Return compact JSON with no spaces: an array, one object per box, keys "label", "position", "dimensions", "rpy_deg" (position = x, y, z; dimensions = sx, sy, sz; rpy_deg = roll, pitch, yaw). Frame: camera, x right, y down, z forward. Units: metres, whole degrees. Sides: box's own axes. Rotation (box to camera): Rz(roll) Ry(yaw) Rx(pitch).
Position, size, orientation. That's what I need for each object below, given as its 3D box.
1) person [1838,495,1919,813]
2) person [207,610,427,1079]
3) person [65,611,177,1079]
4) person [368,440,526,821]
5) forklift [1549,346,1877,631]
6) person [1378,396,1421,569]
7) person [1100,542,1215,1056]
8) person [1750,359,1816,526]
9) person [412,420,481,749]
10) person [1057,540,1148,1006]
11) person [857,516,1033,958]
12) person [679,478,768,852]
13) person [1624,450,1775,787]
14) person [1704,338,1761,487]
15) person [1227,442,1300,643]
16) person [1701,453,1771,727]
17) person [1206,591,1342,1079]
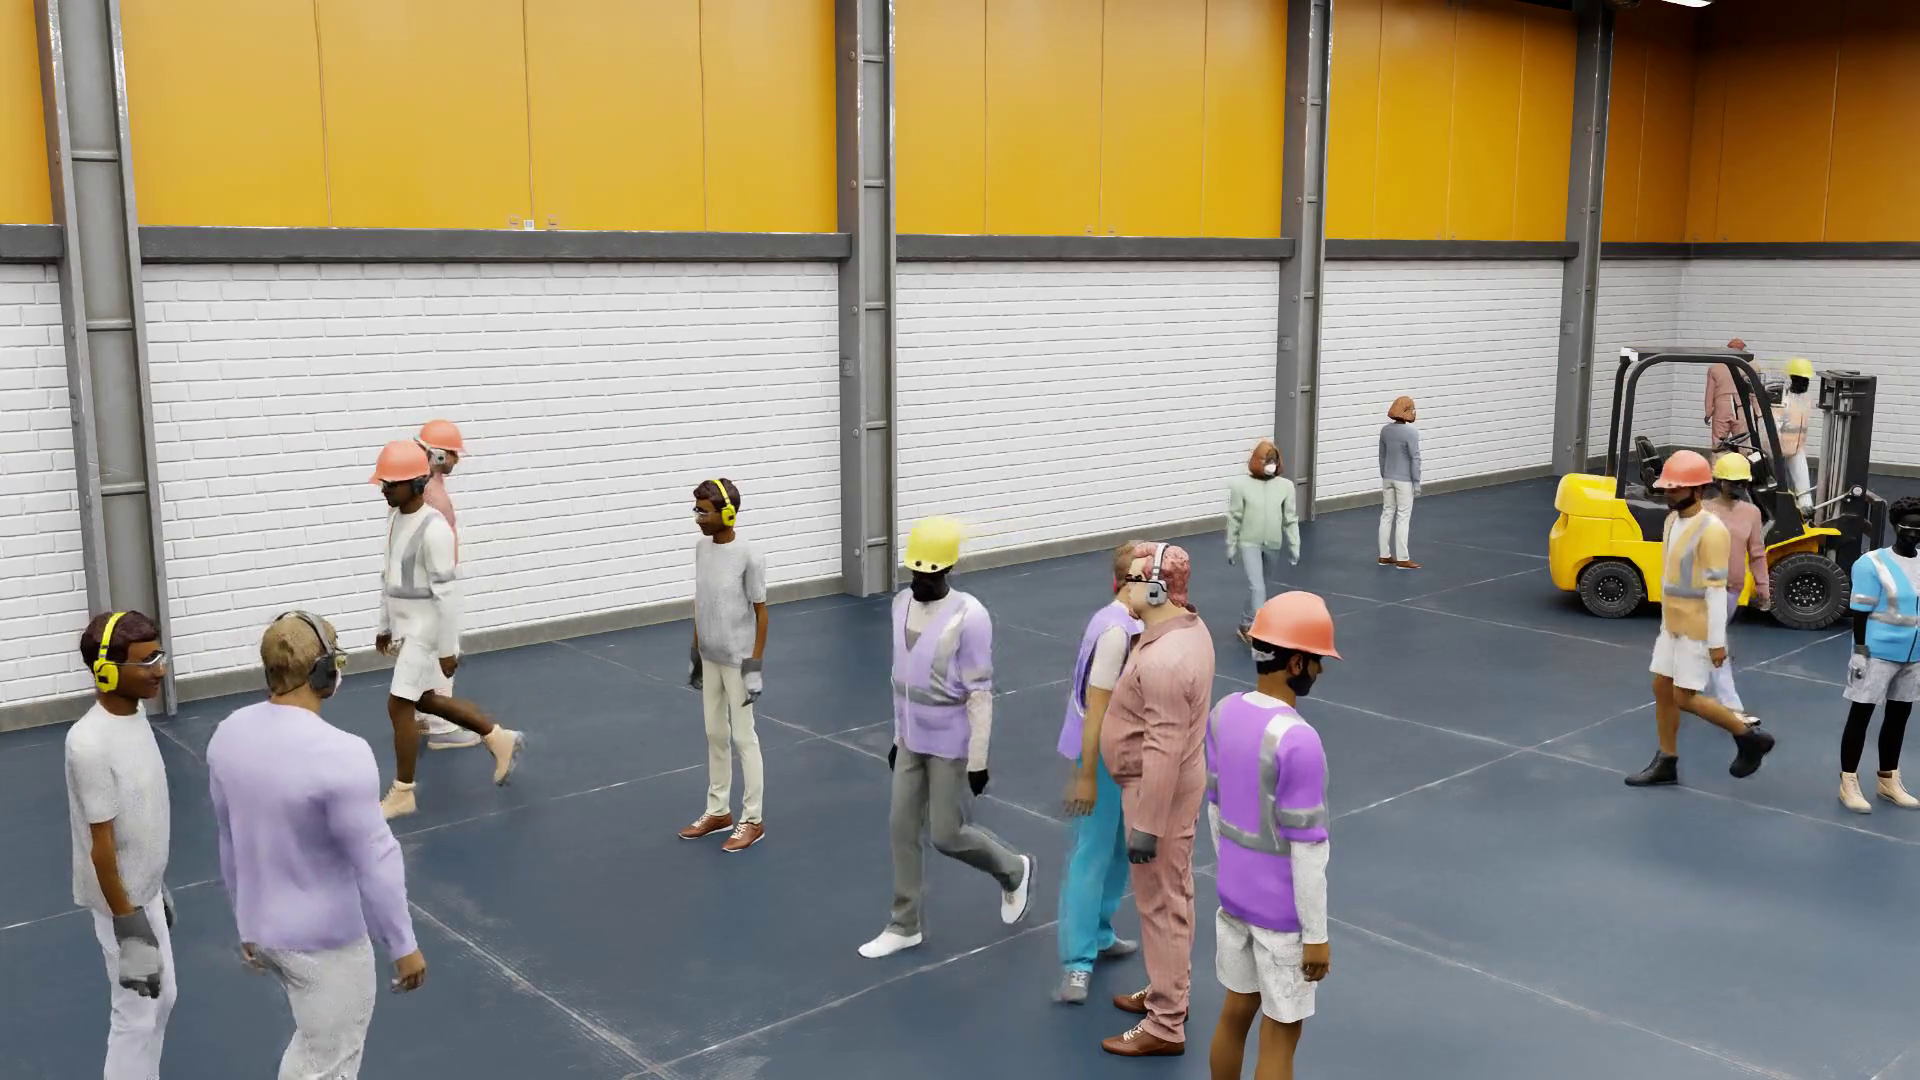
[{"label":"person","position":[4.950,0.600,8.825],"dimensions":[0.535,1.699,0.322],"rpy_deg":[-2,10,-10]},{"label":"person","position":[-1.893,1.156,4.907],"dimensions":[0.652,1.925,0.430],"rpy_deg":[7,12,35]},{"label":"person","position":[-2.595,1.137,5.245],"dimensions":[0.332,1.862,0.579],"rpy_deg":[-2,10,-10]},{"label":"person","position":[-2.765,0.457,8.770],"dimensions":[0.876,2.012,0.620],"rpy_deg":[-7,12,-35]},{"label":"forklift","position":[6.109,-0.478,13.691],"dimensions":[2.313,2.155,1.214],"rpy_deg":[3,10,16]},{"label":"person","position":[4.162,-0.546,15.729],"dimensions":[0.284,1.633,0.500],"rpy_deg":[-5,11,-29]},{"label":"person","position":[0.721,0.950,6.170],"dimensions":[0.408,1.908,0.646],"rpy_deg":[2,10,14]},{"label":"person","position":[8.718,-0.964,17.478],"dimensions":[0.601,1.874,1.000],"rpy_deg":[-4,10,-20]},{"label":"person","position":[-3.154,0.270,9.959],"dimensions":[0.500,1.972,0.659],"rpy_deg":[-7,12,-34]},{"label":"person","position":[0.589,0.917,6.689],"dimensions":[0.400,1.806,0.741],"rpy_deg":[3,10,16]},{"label":"person","position":[-0.050,0.813,7.009],"dimensions":[0.735,1.898,0.585],"rpy_deg":[-7,12,-36]},{"label":"person","position":[-1.172,0.612,8.275],"dimensions":[0.517,1.865,0.327],"rpy_deg":[8,13,40]},{"label":"person","position":[4.063,0.456,9.070],"dimensions":[0.681,1.917,0.545],"rpy_deg":[0,10,0]},{"label":"person","position":[9.843,-1.616,21.203],"dimensions":[0.651,1.904,0.401],"rpy_deg":[5,11,28]},{"label":"person","position":[2.248,0.053,12.369],"dimensions":[0.512,1.585,0.906],"rpy_deg":[-2,10,-12]},{"label":"person","position":[4.819,0.308,10.452],"dimensions":[0.547,1.712,0.895],"rpy_deg":[-3,10,-14]},{"label":"person","position":[0.986,1.111,5.165],"dimensions":[0.375,1.928,0.542],"rpy_deg":[-4,10,-22]}]
